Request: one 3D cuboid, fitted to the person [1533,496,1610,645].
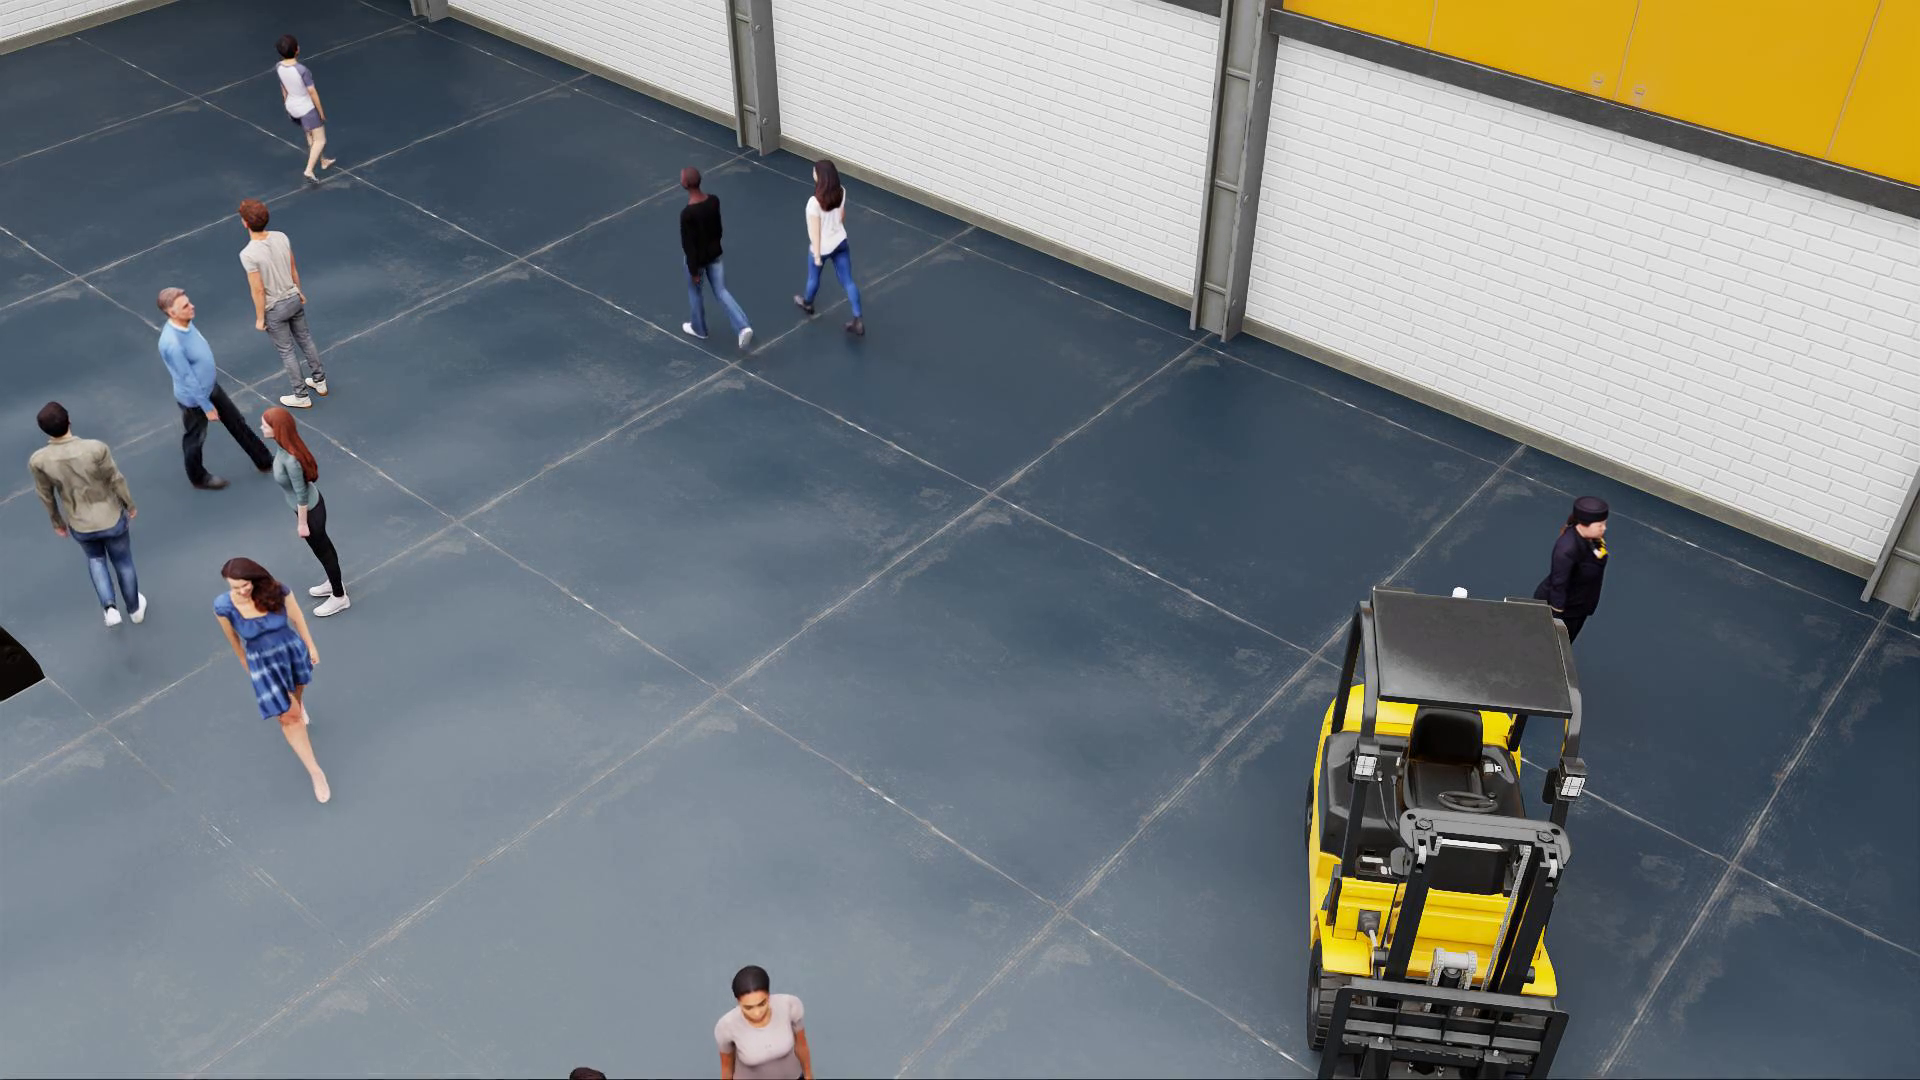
[{"bbox_3d":[4.037,0.408,11.121,0.607,1.671,0.680,29,47,31],"label":"person"}]

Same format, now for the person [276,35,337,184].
[{"bbox_3d":[-6.870,-4.484,17.347,0.916,1.547,0.820,13,40,15],"label":"person"}]

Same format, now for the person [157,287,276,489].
[{"bbox_3d":[-6.048,-1.154,12.990,1.135,1.780,1.083,-4,39,-5],"label":"person"}]

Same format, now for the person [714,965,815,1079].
[{"bbox_3d":[-0.970,2.642,8.278,0.868,1.729,1.046,-14,41,-17],"label":"person"}]

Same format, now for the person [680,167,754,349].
[{"bbox_3d":[-2.187,-2.457,14.667,1.080,1.723,0.635,30,47,32],"label":"person"}]

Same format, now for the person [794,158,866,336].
[{"bbox_3d":[-1.100,-2.561,14.865,1.151,1.637,0.675,32,48,33],"label":"person"}]

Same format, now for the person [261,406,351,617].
[{"bbox_3d":[-4.650,-0.215,11.843,0.727,1.743,0.631,-13,40,-16],"label":"person"}]

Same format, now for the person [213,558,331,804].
[{"bbox_3d":[-4.360,0.762,10.618,0.907,1.746,1.271,-22,43,-25],"label":"person"}]

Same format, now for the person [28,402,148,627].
[{"bbox_3d":[-6.038,-0.099,11.609,0.869,1.855,0.919,-11,40,-14],"label":"person"}]

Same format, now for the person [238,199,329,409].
[{"bbox_3d":[-5.690,-1.978,13.927,0.638,1.898,0.711,18,42,21],"label":"person"}]
